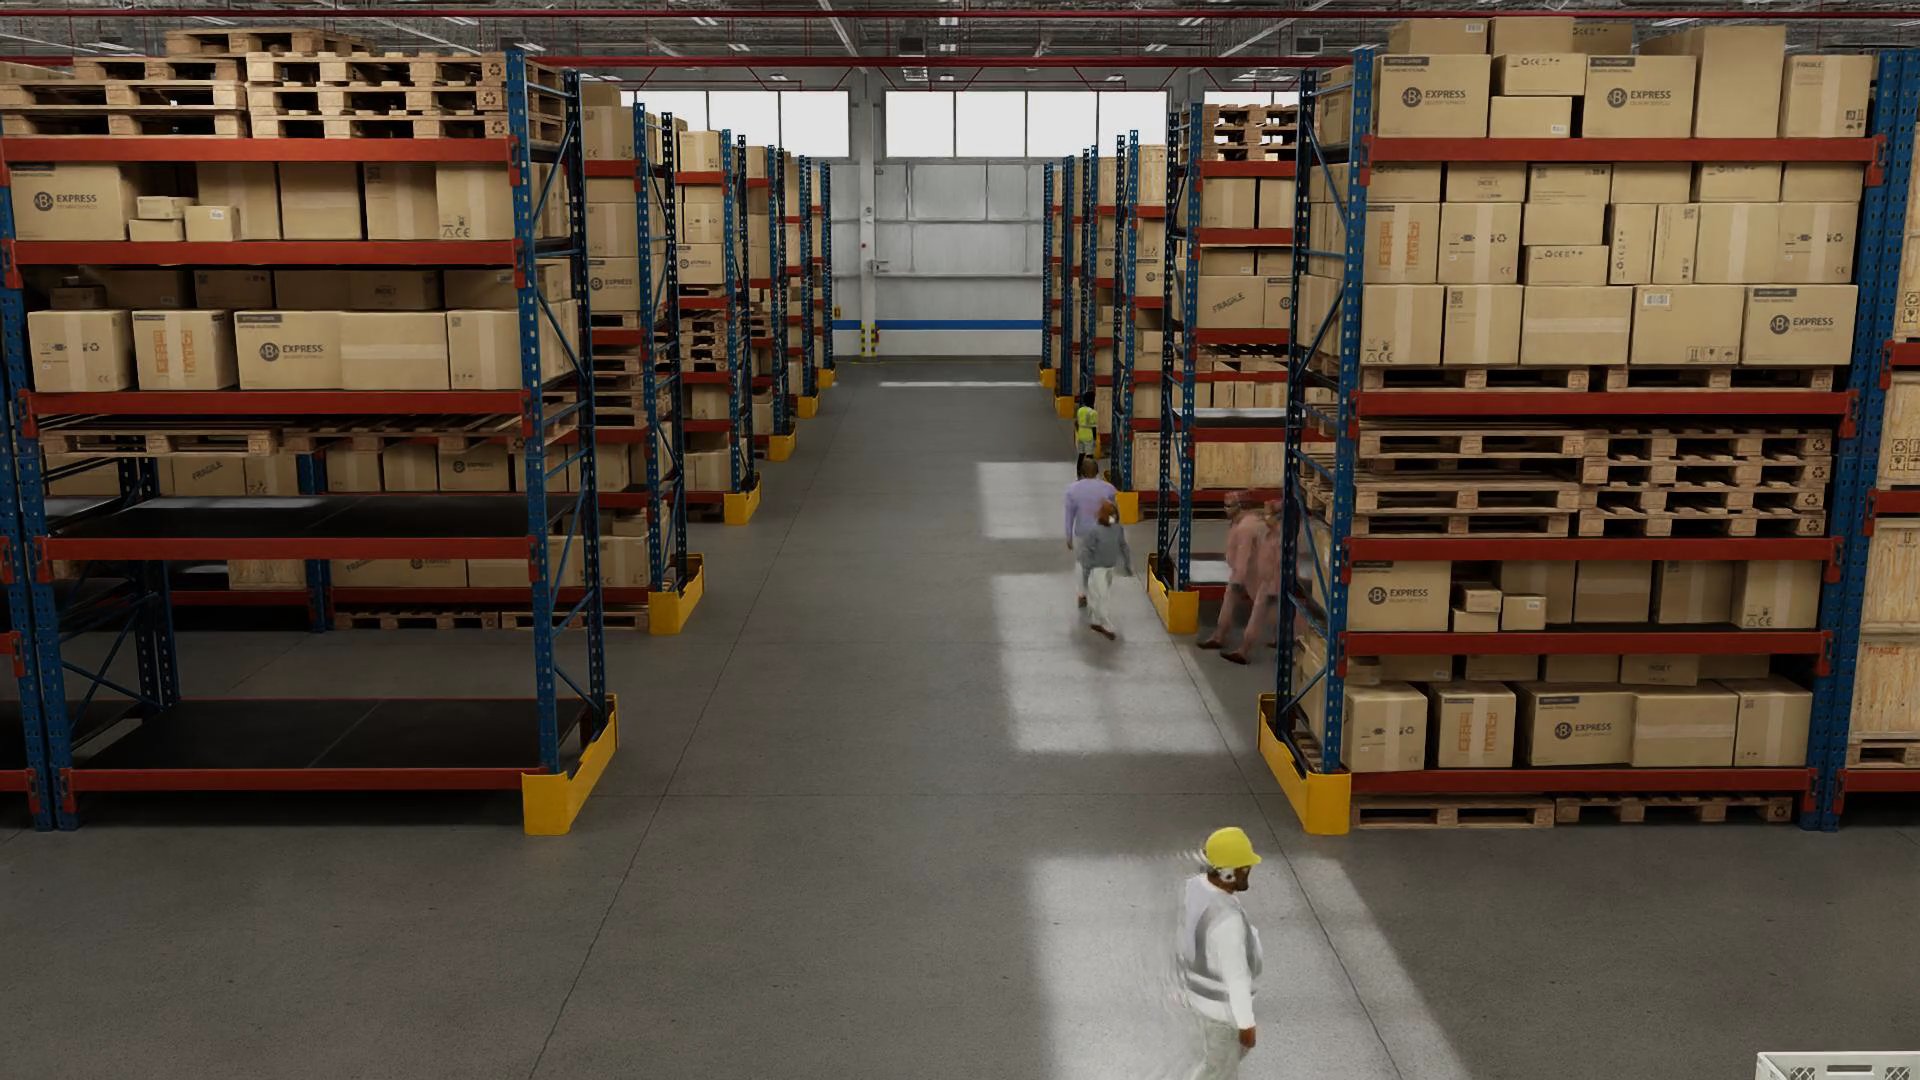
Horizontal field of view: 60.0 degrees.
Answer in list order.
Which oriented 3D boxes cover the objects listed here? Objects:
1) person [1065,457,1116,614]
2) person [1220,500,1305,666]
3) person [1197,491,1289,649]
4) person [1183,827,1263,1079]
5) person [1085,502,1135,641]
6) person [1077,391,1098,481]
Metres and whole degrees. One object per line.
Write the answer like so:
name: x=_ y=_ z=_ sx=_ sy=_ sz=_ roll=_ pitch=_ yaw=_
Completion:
person: x=1.611 y=-0.076 z=20.475 sx=0.628 sy=1.910 sz=0.725 roll=1 pitch=12 yaw=7
person: x=3.393 y=0.475 z=17.926 sx=1.029 sy=1.846 sz=0.644 roll=-2 pitch=12 yaw=-8
person: x=3.245 y=0.353 z=18.611 sx=1.051 sy=1.835 sz=0.648 roll=-1 pitch=11 yaw=-4
person: x=1.374 y=2.361 z=8.645 sx=0.424 sy=1.819 sz=0.596 roll=-1 pitch=11 yaw=-3
person: x=1.728 y=0.347 z=19.142 sx=0.525 sy=1.592 sz=0.763 roll=-8 pitch=14 yaw=-34
person: x=2.267 y=-1.804 z=29.609 sx=0.319 sy=1.691 sz=0.536 roll=-7 pitch=13 yaw=-29
